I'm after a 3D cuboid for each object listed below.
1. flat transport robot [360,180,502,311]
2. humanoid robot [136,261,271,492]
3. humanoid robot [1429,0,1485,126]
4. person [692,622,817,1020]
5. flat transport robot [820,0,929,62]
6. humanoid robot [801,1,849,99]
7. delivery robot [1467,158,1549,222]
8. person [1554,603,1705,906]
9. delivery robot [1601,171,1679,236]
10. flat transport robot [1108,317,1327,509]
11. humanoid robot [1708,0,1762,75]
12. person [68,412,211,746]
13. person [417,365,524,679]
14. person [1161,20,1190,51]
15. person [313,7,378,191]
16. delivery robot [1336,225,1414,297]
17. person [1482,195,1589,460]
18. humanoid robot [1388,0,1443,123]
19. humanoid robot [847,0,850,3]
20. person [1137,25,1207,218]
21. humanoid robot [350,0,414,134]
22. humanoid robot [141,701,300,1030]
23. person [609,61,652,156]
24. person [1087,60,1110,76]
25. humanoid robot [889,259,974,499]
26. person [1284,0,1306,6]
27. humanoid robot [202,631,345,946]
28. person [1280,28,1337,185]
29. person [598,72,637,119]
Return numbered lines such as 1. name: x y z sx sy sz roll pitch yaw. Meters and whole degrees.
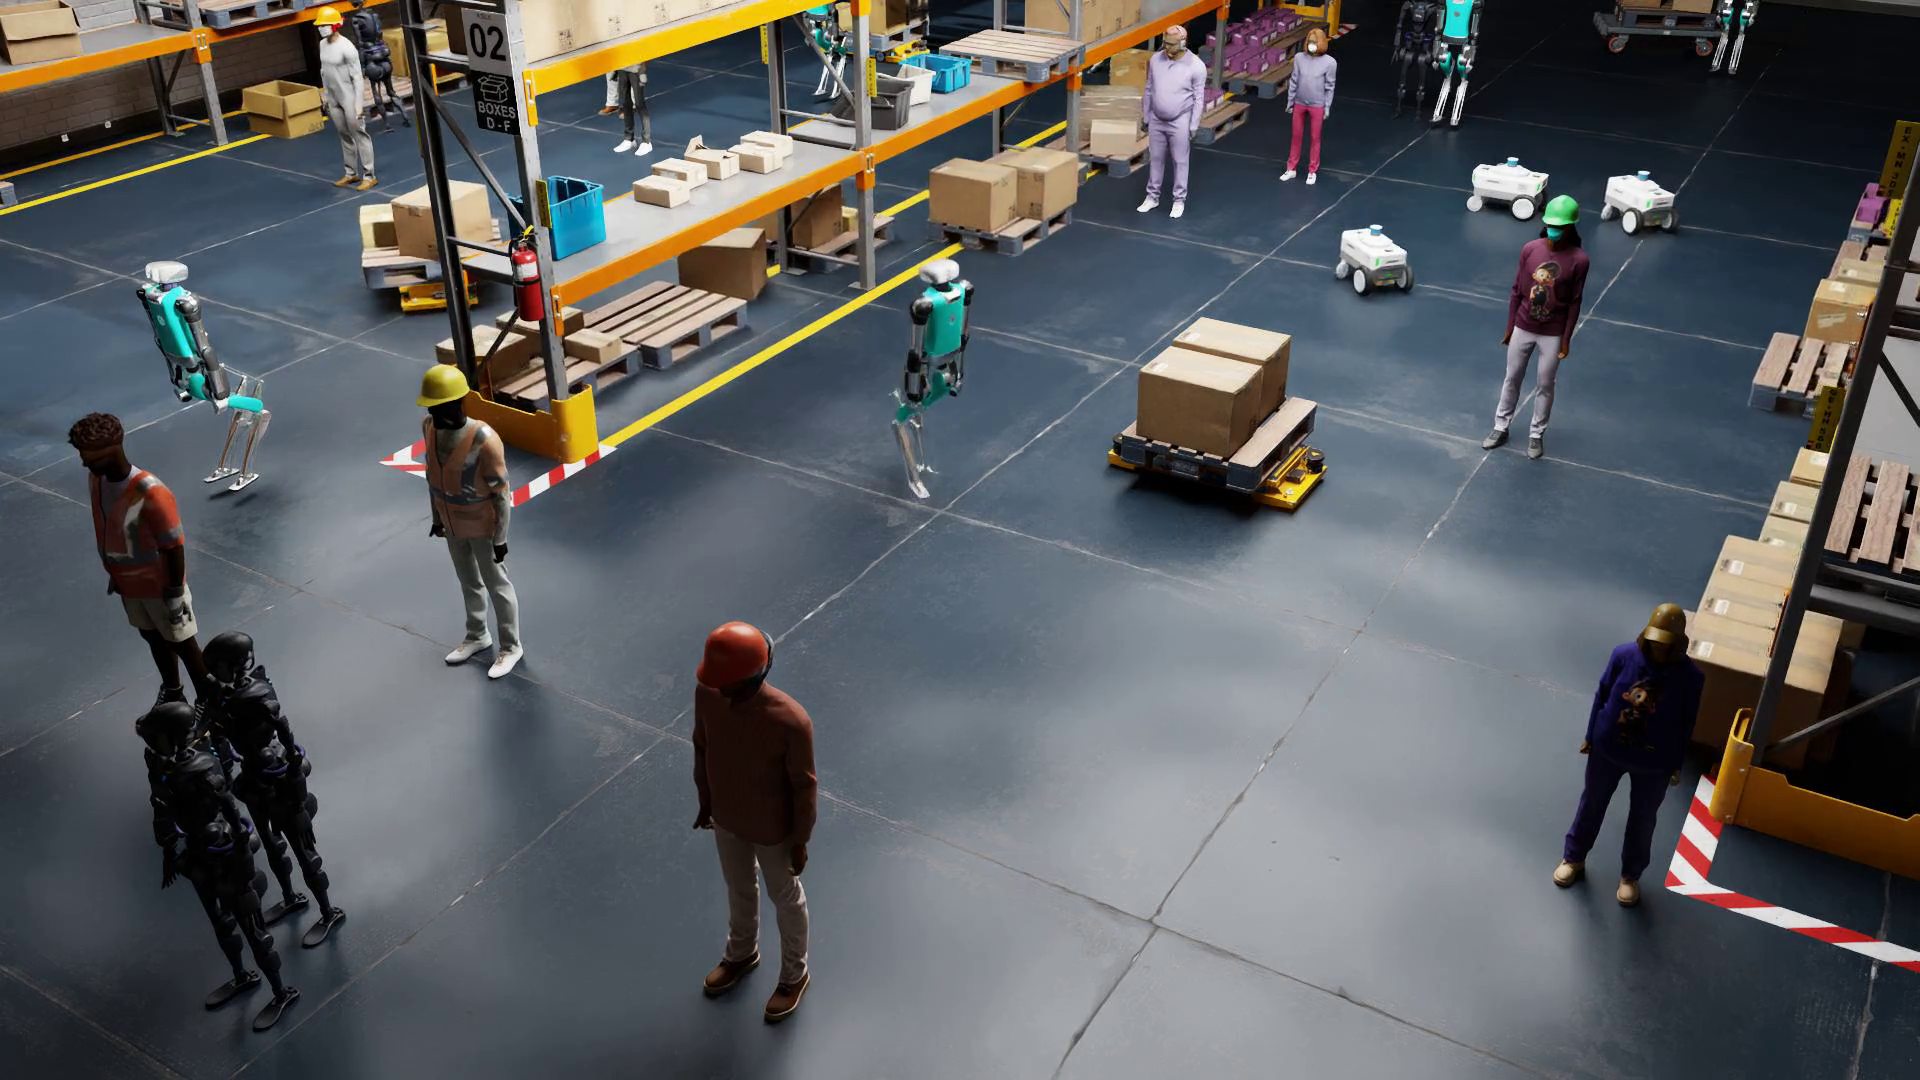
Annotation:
1. flat transport robot: -4.793 -2.451 15.277 0.659 0.231 1.431 -8 30 -14
2. humanoid robot: -5.067 -1.170 11.383 0.533 1.677 0.735 16 33 27
3. humanoid robot: 5.831 -5.721 19.434 0.533 1.677 0.735 16 33 27
4. person: -0.889 1.189 7.097 0.608 1.985 0.387 17 34 27
5. flat transport robot: -1.198 -6.841 23.043 1.431 0.231 0.659 16 33 27
6. humanoid robot: -1.603 -6.318 20.491 0.533 1.677 0.735 16 33 27
7. delivery robot: 5.622 -3.624 17.034 0.739 0.566 0.499 16 33 27
8. person: 3.157 0.996 7.798 0.456 1.623 0.339 17 34 27
9. delivery robot: 6.793 -3.364 16.619 0.518 0.611 0.783 -8 30 -14
10. flat transport robot: 1.852 -0.590 11.985 1.431 0.231 0.659 16 33 27
11. humanoid robot: 10.112 -6.916 21.552 0.533 1.673 0.735 16 33 27
12. person: -4.337 0.208 8.858 0.600 1.957 0.373 17 34 27
13. person: -2.789 -0.106 9.444 0.584 1.928 0.368 17 34 27
14. person: 2.987 -7.556 22.796 0.560 1.752 0.325 17 34 27
15. person: -6.482 -4.639 17.497 0.571 1.897 0.361 17 34 27
16. delivery robot: 3.777 -2.556 15.189 0.518 0.611 0.783 -8 30 -14
17. person: 4.177 -1.538 11.954 0.488 1.953 0.417 17 34 27
18. humanoid robot: 5.453 -5.829 19.808 0.599 1.657 0.315 16 33 27
19. humanoid robot: -1.620 -8.948 25.325 0.599 1.657 0.315 16 33 27
20. person: 2.109 -4.200 16.717 0.636 1.902 0.409 17 34 27
21. humanoid robot: -6.769 -5.592 19.409 0.454 1.648 0.611 6 30 10
22. humanoid robot: -3.162 1.378 7.062 0.599 1.653 0.315 16 33 27
23. person: -3.711 -5.257 18.623 0.516 1.865 0.327 17 34 27
24. person: 1.947 -6.981 21.779 0.560 1.752 0.325 17 34 27
25. humanoid robot: -0.310 -1.134 11.465 0.816 1.790 0.584 25 38 36
26. person: 5.221 -9.161 25.544 0.513 1.848 0.336 17 34 27
27. humanoid robot: -3.124 1.121 7.518 0.599 1.653 0.315 16 33 27
28. person: 3.721 -4.624 17.731 0.498 1.633 0.278 17 34 27
29. person: -4.154 -6.041 19.933 0.627 1.940 0.370 17 34 27
